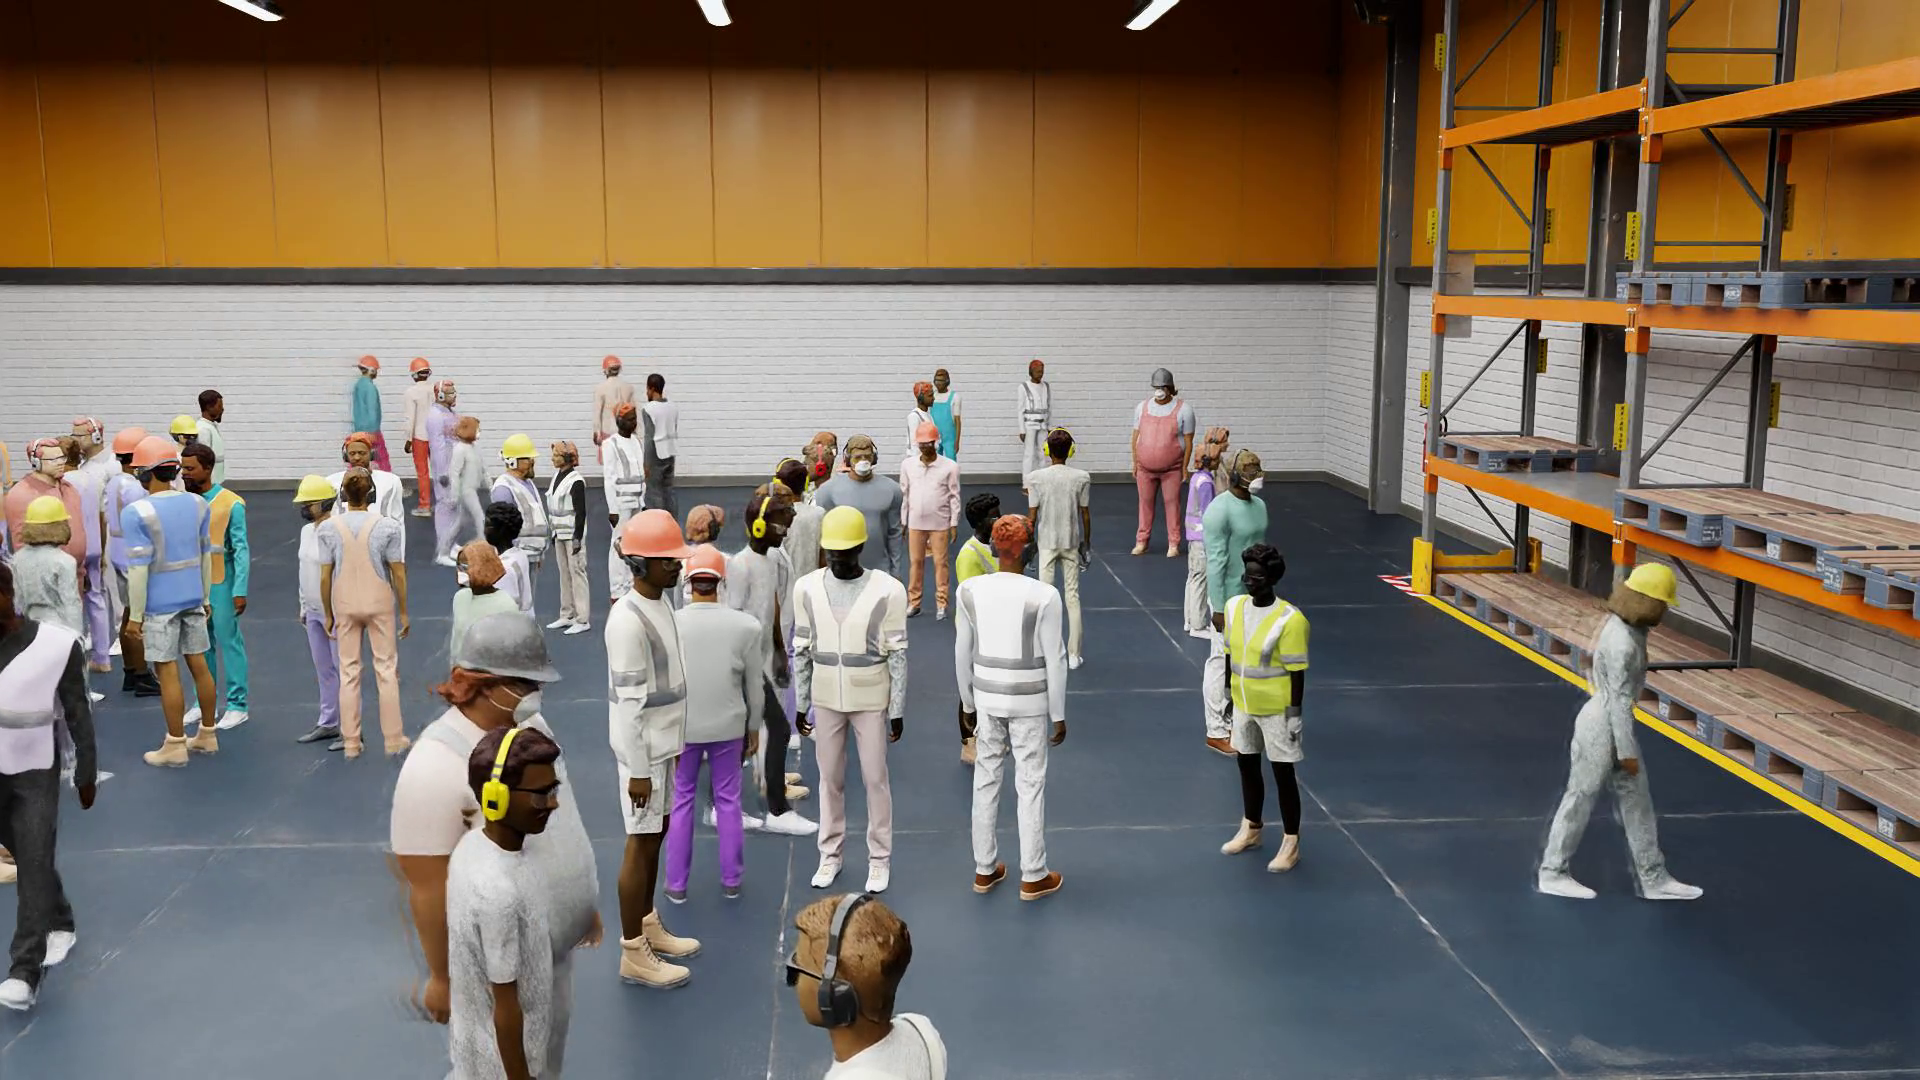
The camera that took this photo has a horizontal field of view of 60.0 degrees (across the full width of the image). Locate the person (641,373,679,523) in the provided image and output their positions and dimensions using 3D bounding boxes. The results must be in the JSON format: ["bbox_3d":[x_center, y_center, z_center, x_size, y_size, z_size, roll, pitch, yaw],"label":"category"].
[{"bbox_3d":[-3.396,-0.932,18.909,0.382,1.917,0.597,4,10,26],"label":"person"}]

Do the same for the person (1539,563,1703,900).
[{"bbox_3d":[3.172,0.929,7.899,0.736,1.697,0.544,5,10,29],"label":"person"}]

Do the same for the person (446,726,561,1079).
[{"bbox_3d":[-1.183,1.403,4.409,0.310,1.863,0.532,-4,10,-23],"label":"person"}]

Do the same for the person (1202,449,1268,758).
[{"bbox_3d":[1.765,0.387,10.551,0.373,1.940,0.629,7,11,37],"label":"person"}]

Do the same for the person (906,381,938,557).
[{"bbox_3d":[-0.396,-0.767,17.984,0.356,1.879,0.574,2,9,12],"label":"person"}]

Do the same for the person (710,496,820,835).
[{"bbox_3d":[-1.025,0.680,9.017,0.781,1.835,0.537,1,9,6],"label":"person"}]

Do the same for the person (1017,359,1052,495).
[{"bbox_3d":[1.032,-1.539,22.852,0.585,1.878,0.364,-7,12,-39],"label":"person"}]

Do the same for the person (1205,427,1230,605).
[{"bbox_3d":[2.336,-0.220,15.294,0.307,1.639,0.525,3,9,16],"label":"person"}]

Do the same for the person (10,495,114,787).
[{"bbox_3d":[-5.352,0.600,9.839,0.492,1.741,0.338,3,9,18],"label":"person"}]

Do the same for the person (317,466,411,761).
[{"bbox_3d":[-3.707,0.460,10.379,0.513,1.845,0.336,-1,9,-9],"label":"person"}]

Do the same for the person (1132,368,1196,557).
[{"bbox_3d":[2.154,-0.832,17.883,0.682,2.000,0.538,4,10,21],"label":"person"}]

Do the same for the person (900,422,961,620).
[{"bbox_3d":[-0.274,-0.166,14.598,0.564,1.752,0.340,3,9,16],"label":"person"}]

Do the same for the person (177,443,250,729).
[{"bbox_3d":[-5.016,0.302,11.143,0.587,1.920,0.395,3,10,19],"label":"person"}]

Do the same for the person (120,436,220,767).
[{"bbox_3d":[-4.891,0.381,10.258,0.396,2.044,0.609,4,10,23],"label":"person"}]

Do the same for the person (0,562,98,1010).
[{"bbox_3d":[-3.989,0.997,6.981,0.585,1.853,1.024,-1,9,-6],"label":"person"}]

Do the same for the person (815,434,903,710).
[{"bbox_3d":[-0.686,0.231,11.526,0.632,1.939,0.368,-3,10,-20],"label":"person"}]

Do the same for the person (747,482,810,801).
[{"bbox_3d":[-1.073,0.581,9.625,0.345,1.846,0.506,-2,9,-12],"label":"person"}]

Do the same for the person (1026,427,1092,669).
[{"bbox_3d":[0.754,0.067,12.772,0.526,1.871,0.324,-1,9,-4],"label":"person"}]

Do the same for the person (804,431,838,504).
[{"bbox_3d":[-1.246,-0.176,15.072,0.278,1.628,0.504,5,10,30],"label":"person"}]

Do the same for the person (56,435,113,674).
[{"bbox_3d":[-6.624,0.132,12.485,0.346,1.836,0.518,3,10,19],"label":"person"}]

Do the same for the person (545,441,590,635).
[{"bbox_3d":[-3.313,-0.026,14.074,0.309,1.641,0.513,-7,11,-37],"label":"person"}]

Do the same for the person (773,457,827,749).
[{"bbox_3d":[-1.070,0.403,10.671,0.315,1.866,0.533,9,12,43],"label":"person"}]

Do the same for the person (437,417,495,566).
[{"bbox_3d":[-5.043,-0.487,17.151,0.890,1.584,0.500,1,9,3],"label":"person"}]

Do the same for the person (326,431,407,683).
[{"bbox_3d":[-4.386,0.142,12.262,0.583,1.882,0.350,-3,10,-20],"label":"person"}]

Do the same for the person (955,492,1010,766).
[{"bbox_3d":[0.140,0.546,10.306,0.318,1.697,0.535,3,9,17],"label":"person"}]

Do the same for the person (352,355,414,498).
[{"bbox_3d":[-7.834,-1.487,22.250,0.844,1.955,0.644,-9,12,-43],"label":"person"}]

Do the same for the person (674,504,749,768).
[{"bbox_3d":[-1.544,0.598,10.160,0.514,1.640,0.310,7,12,39],"label":"person"}]

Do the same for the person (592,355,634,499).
[{"bbox_3d":[-4.569,-1.472,22.091,0.633,1.963,0.658,-8,12,-43],"label":"person"}]

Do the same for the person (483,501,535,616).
[{"bbox_3d":[-2.685,0.610,9.905,0.319,1.697,0.532,-1,9,-7],"label":"person"}]

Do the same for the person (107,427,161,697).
[{"bbox_3d":[-5.918,0.157,11.993,0.366,1.939,0.542,-8,12,-40],"label":"person"}]

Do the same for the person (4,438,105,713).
[{"bbox_3d":[-6.279,0.241,11.565,0.407,1.908,0.641,1,9,5],"label":"person"}]

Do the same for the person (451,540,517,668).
[{"bbox_3d":[-2.527,0.809,8.852,0.508,1.632,0.270,7,11,36],"label":"person"}]

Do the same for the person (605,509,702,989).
[{"bbox_3d":[-1.299,0.878,7.137,0.385,2.041,0.615,0,9,2],"label":"person"}]

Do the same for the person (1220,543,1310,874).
[{"bbox_3d":[1.550,0.845,8.483,0.323,1.690,0.545,-6,11,-35],"label":"person"}]

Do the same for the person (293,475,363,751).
[{"bbox_3d":[-4.058,0.460,10.635,0.527,1.768,0.314,7,11,36],"label":"person"}]

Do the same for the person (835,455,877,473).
[{"bbox_3d":[-0.755,0.191,12.353,0.330,1.750,0.572,-1,9,-5],"label":"person"}]

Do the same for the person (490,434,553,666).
[{"bbox_3d":[-3.320,0.108,12.629,0.403,1.833,0.586,0,9,2],"label":"person"}]

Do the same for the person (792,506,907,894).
[{"bbox_3d":[-0.546,0.778,8.162,0.586,1.920,0.397,2,9,14],"label":"person"}]

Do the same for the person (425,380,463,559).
[{"bbox_3d":[-5.485,-0.760,17.851,0.410,1.909,0.643,-1,9,-7],"label":"person"}]

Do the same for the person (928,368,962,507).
[{"bbox_3d":[-0.225,-1.281,21.343,0.509,1.838,0.330,4,10,23],"label":"person"}]

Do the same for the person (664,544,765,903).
[{"bbox_3d":[-1.231,0.884,8.065,0.574,1.737,0.354,-3,9,-16],"label":"person"}]

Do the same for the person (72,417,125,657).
[{"bbox_3d":[-6.876,-0.026,13.244,0.654,1.906,0.406,4,10,23],"label":"person"}]

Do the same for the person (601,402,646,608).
[{"bbox_3d":[-3.026,-0.314,15.119,0.344,1.882,0.584,3,10,18],"label":"person"}]

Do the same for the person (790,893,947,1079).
[{"bbox_3d":[-0.181,1.588,3.298,0.346,1.845,0.505,3,9,17],"label":"person"}]

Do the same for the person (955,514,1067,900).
[{"bbox_3d":[0.256,0.808,8.079,0.574,1.883,0.356,4,10,26],"label":"person"}]

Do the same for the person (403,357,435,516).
[{"bbox_3d":[-6.748,-1.300,20.960,0.395,1.993,0.614,6,11,34],"label":"person"}]

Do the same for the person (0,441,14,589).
[{"bbox_3d":[-8.432,-0.232,14.471,0.365,1.926,0.594,-5,10,-29],"label":"person"}]

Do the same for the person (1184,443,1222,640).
[{"bbox_3d":[2.035,0.003,13.899,0.310,1.638,0.523,0,9,-1],"label":"person"}]
